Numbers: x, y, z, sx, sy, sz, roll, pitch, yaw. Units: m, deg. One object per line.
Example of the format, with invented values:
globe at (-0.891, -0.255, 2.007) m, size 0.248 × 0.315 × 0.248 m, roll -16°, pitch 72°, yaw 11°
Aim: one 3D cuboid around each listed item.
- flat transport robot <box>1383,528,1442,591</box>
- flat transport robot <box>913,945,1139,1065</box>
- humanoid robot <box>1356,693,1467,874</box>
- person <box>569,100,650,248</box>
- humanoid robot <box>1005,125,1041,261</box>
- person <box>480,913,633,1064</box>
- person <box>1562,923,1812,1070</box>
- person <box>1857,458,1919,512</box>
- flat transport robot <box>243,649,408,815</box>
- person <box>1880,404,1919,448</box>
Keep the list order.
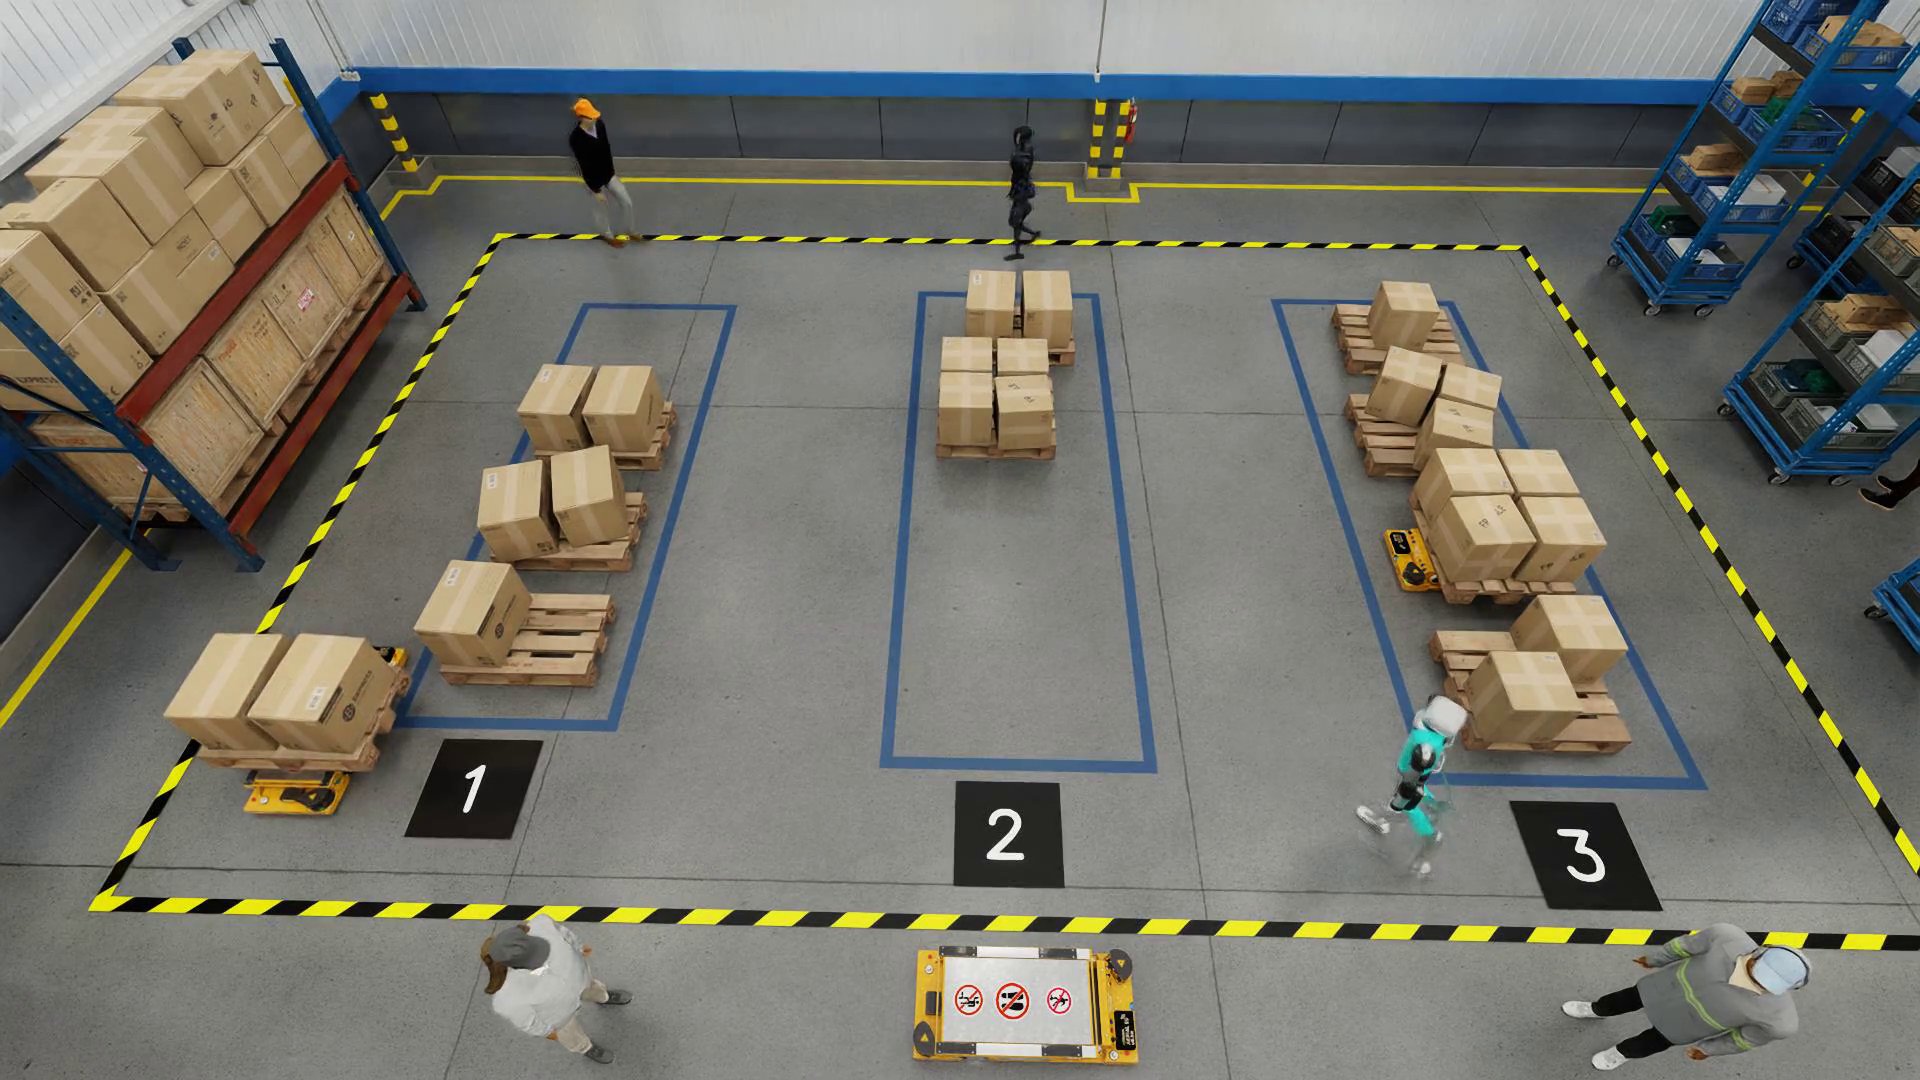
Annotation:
flat transport robot at (4.689, 0.155, 8.342) m, size 1.431 × 0.197 × 0.652 m, roll 1°, pitch 51°, yaw 1°
flat transport robot at (0.422, 3.041, 6.007) m, size 1.431 × 0.231 × 0.659 m, roll 1°, pitch 51°, yaw 1°
humanoid robot at (3.214, 1.716, 6.173) m, size 0.846 × 1.823 × 0.536 m, roll 24°, pitch 55°, yaw 18°
person at (-4.237, -4.321, 10.981) m, size 0.746 × 1.854 × 0.597 m, roll 22°, pitch 54°, yaw 17°
humanoid robot at (0.793, -4.107, 10.929) m, size 0.481 × 1.647 × 0.604 m, roll -8°, pitch 51°, yaw -6°
person at (-2.365, 2.628, 5.376) m, size 0.401 × 1.766 × 0.563 m, roll 6°, pitch 51°, yaw 5°
person at (4.177, 2.666, 5.290) m, size 0.372 × 1.852 × 0.596 m, roll -7°, pitch 51°, yaw -6°
person at (9.043, -1.028, 8.229) m, size 0.605 × 1.966 × 0.368 m, roll -24°, pitch 55°, yaw -18°
flat transport robot at (-5.030, 1.457, 7.280) m, size 0.652 × 0.197 × 1.431 m, roll 1°, pitch 51°, yaw 1°
person at (9.497, -1.651, 8.774) m, size 0.684 × 1.901 × 0.472 m, roll 1°, pitch 51°, yaw 1°
